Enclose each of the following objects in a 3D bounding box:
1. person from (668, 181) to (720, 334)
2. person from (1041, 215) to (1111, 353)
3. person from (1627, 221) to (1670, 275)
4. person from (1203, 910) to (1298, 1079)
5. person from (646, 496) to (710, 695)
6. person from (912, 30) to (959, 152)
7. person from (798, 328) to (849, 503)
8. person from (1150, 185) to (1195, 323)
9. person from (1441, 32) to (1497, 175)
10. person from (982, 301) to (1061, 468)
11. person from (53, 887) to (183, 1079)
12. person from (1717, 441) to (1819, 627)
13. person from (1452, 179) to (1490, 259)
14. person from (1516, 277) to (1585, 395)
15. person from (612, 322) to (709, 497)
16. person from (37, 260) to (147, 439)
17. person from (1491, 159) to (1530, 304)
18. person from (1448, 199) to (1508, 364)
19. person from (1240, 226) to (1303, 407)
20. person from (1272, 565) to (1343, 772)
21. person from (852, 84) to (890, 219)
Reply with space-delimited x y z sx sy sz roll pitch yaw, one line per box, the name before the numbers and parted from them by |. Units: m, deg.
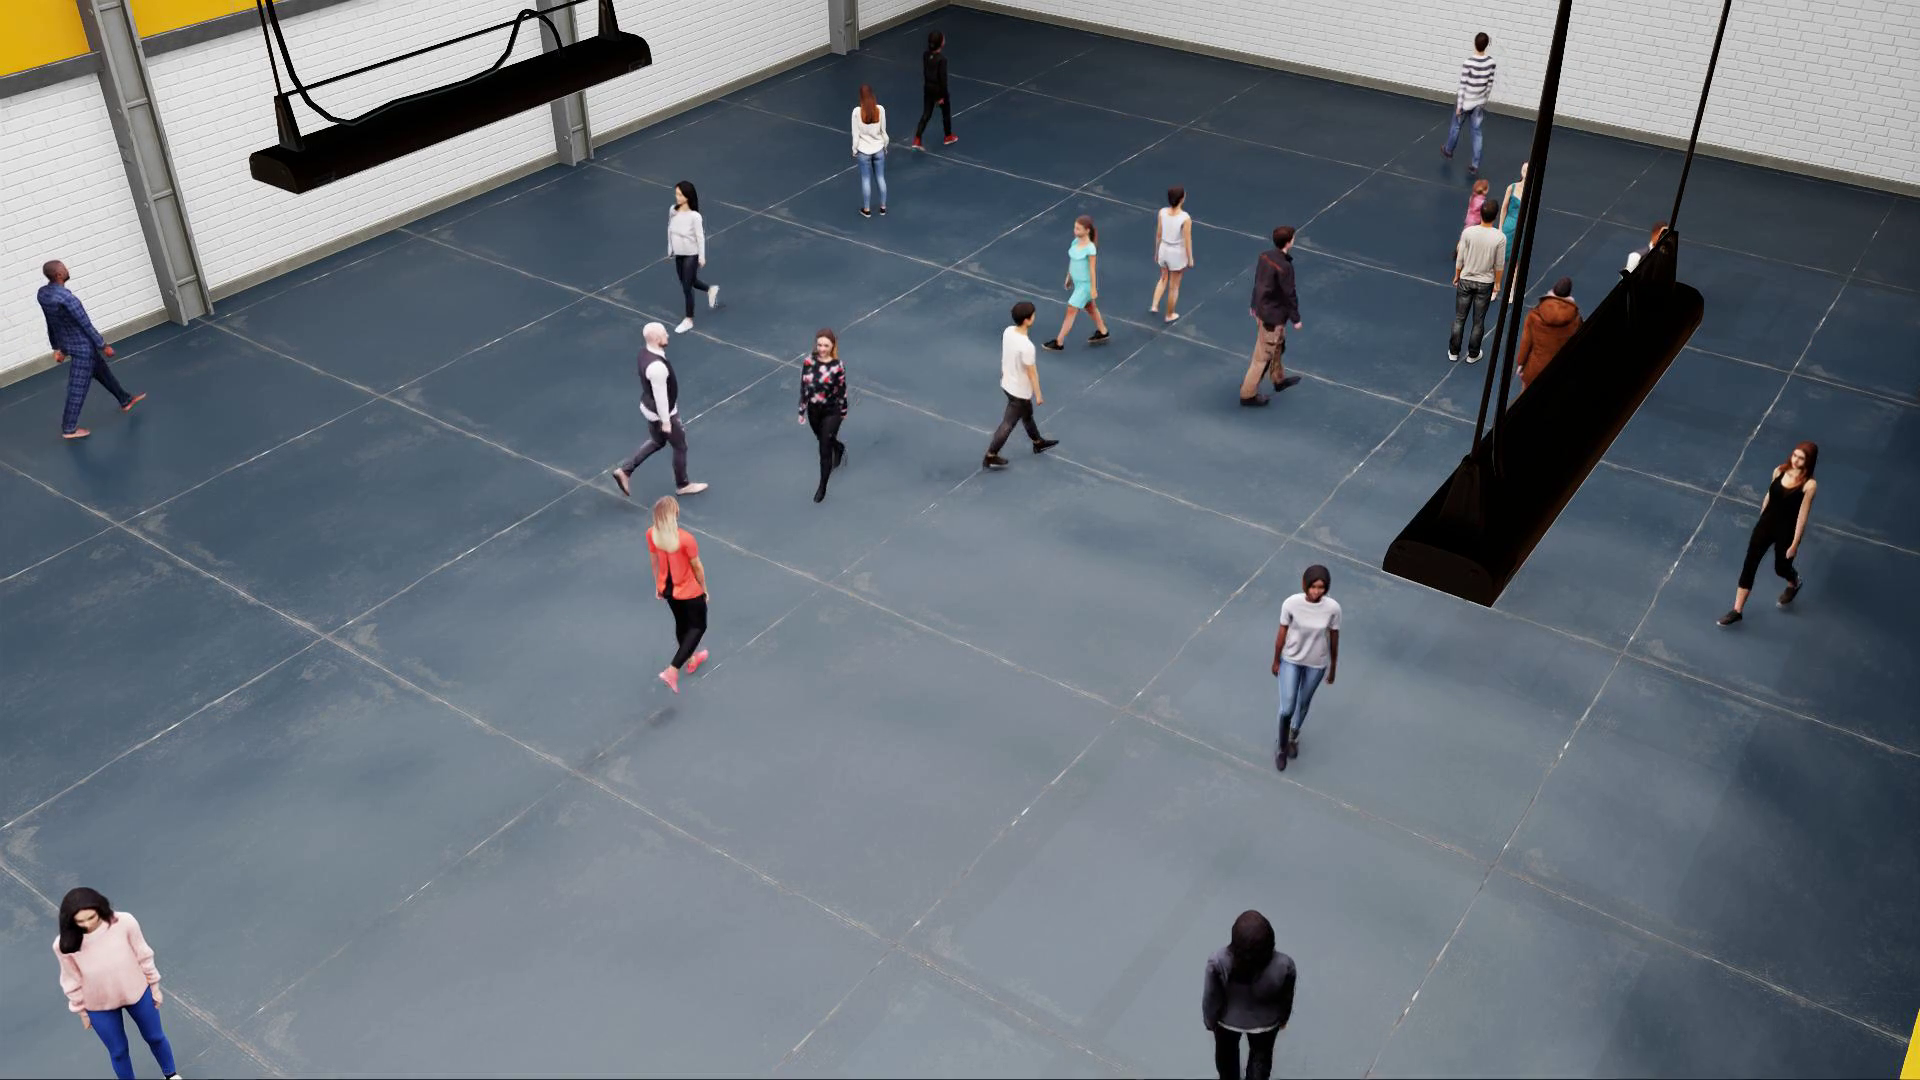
person | -2.951 -3.173 18.367 0.656 1.683 0.996 23 40 30
person | 1.389 -2.755 17.888 1.127 1.516 0.943 -12 36 -18
person | 6.900 -2.359 16.933 0.735 1.914 0.840 -11 35 -16
person | 1.646 2.751 9.542 0.857 1.585 0.946 4 34 6
person | -2.215 0.444 12.926 0.694 1.681 0.970 15 36 21
person | -0.399 -6.145 22.872 0.600 1.644 1.081 22 40 30
person | -1.236 -1.238 15.485 0.777 1.650 1.128 12 35 17
person | 2.306 -3.128 18.369 0.608 1.605 0.604 28 43 35
person | 6.865 -5.772 22.171 1.170 1.800 1.258 -4 34 -6
person | 0.477 -1.438 15.758 1.182 1.680 1.031 -12 35 -17
person | -4.829 2.635 9.554 0.640 1.766 0.779 -17 37 -24
person | 6.791 -0.066 13.680 1.187 1.696 0.907 -18 37 -25
person | 6.145 -3.833 19.973 0.786 1.002 0.687 -10 35 -14
person | 5.588 -1.580 15.879 0.910 1.784 1.195 11 35 16
person | -2.816 -1.145 15.213 1.216 1.795 1.029 -14 36 -20
person | -8.690 -1.828 16.259 0.687 1.775 1.181 23 40 30
person | 6.298 -3.495 18.847 0.599 1.687 0.580 10 35 14
person | 5.464 -2.734 17.589 0.688 1.812 0.609 14 36 20
person | 3.051 -2.216 16.733 1.149 1.897 1.055 -8 35 -12
person | 2.525 0.863 12.266 0.754 1.714 0.811 2 34 3
person | -1.125 -4.917 20.981 0.691 1.693 0.765 -8 34 -12
